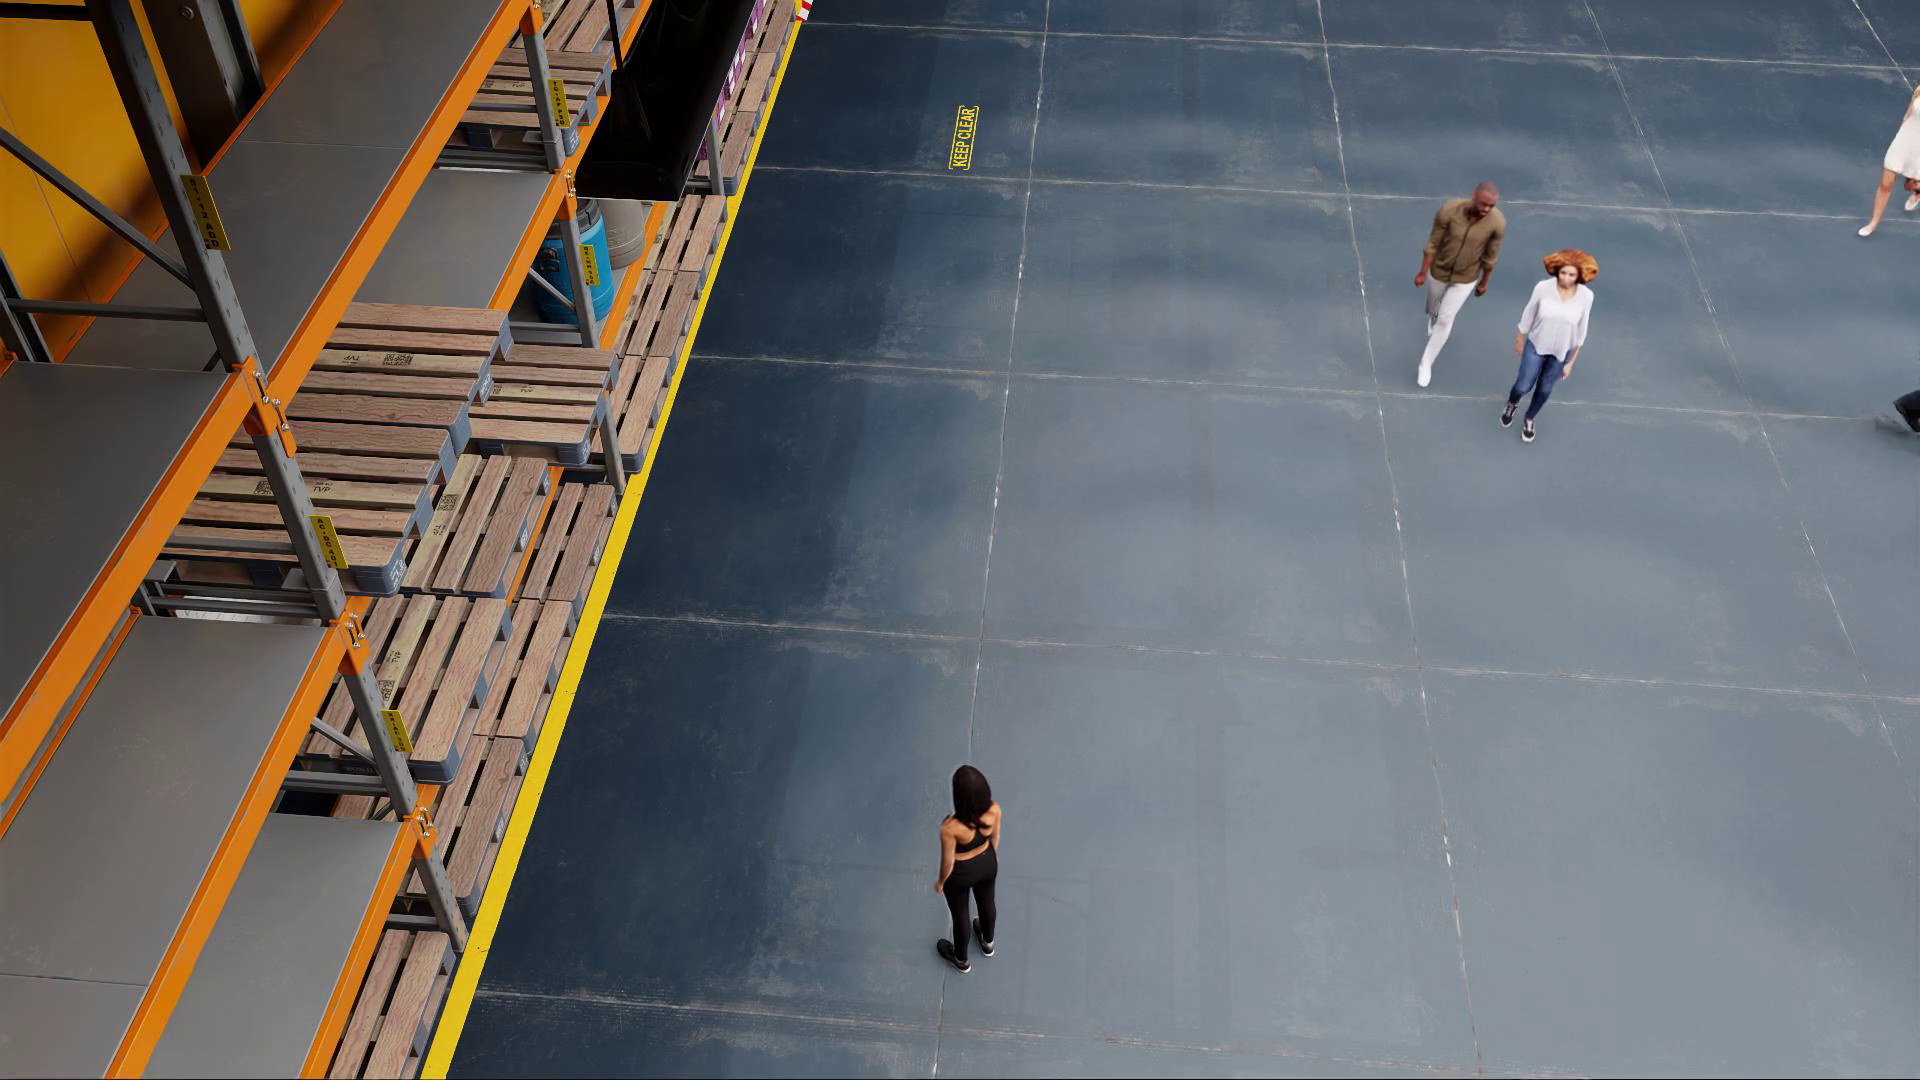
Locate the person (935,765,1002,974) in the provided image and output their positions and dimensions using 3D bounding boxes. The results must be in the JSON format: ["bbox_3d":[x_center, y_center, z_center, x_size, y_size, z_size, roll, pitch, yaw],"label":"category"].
[{"bbox_3d":[0.057,1.813,9.151,0.621,1.644,0.660,-24,49,-23],"label":"person"}]

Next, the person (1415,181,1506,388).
[{"bbox_3d":[3.917,-2.151,13.214,0.924,1.779,1.164,19,47,19],"label":"person"}]

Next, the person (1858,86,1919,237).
[{"bbox_3d":[8.471,-3.500,14.695,1.008,1.690,0.979,-26,50,-25],"label":"person"}]

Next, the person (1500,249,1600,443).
[{"bbox_3d":[4.482,-1.527,12.619,0.692,1.696,0.713,13,45,13],"label":"person"}]
